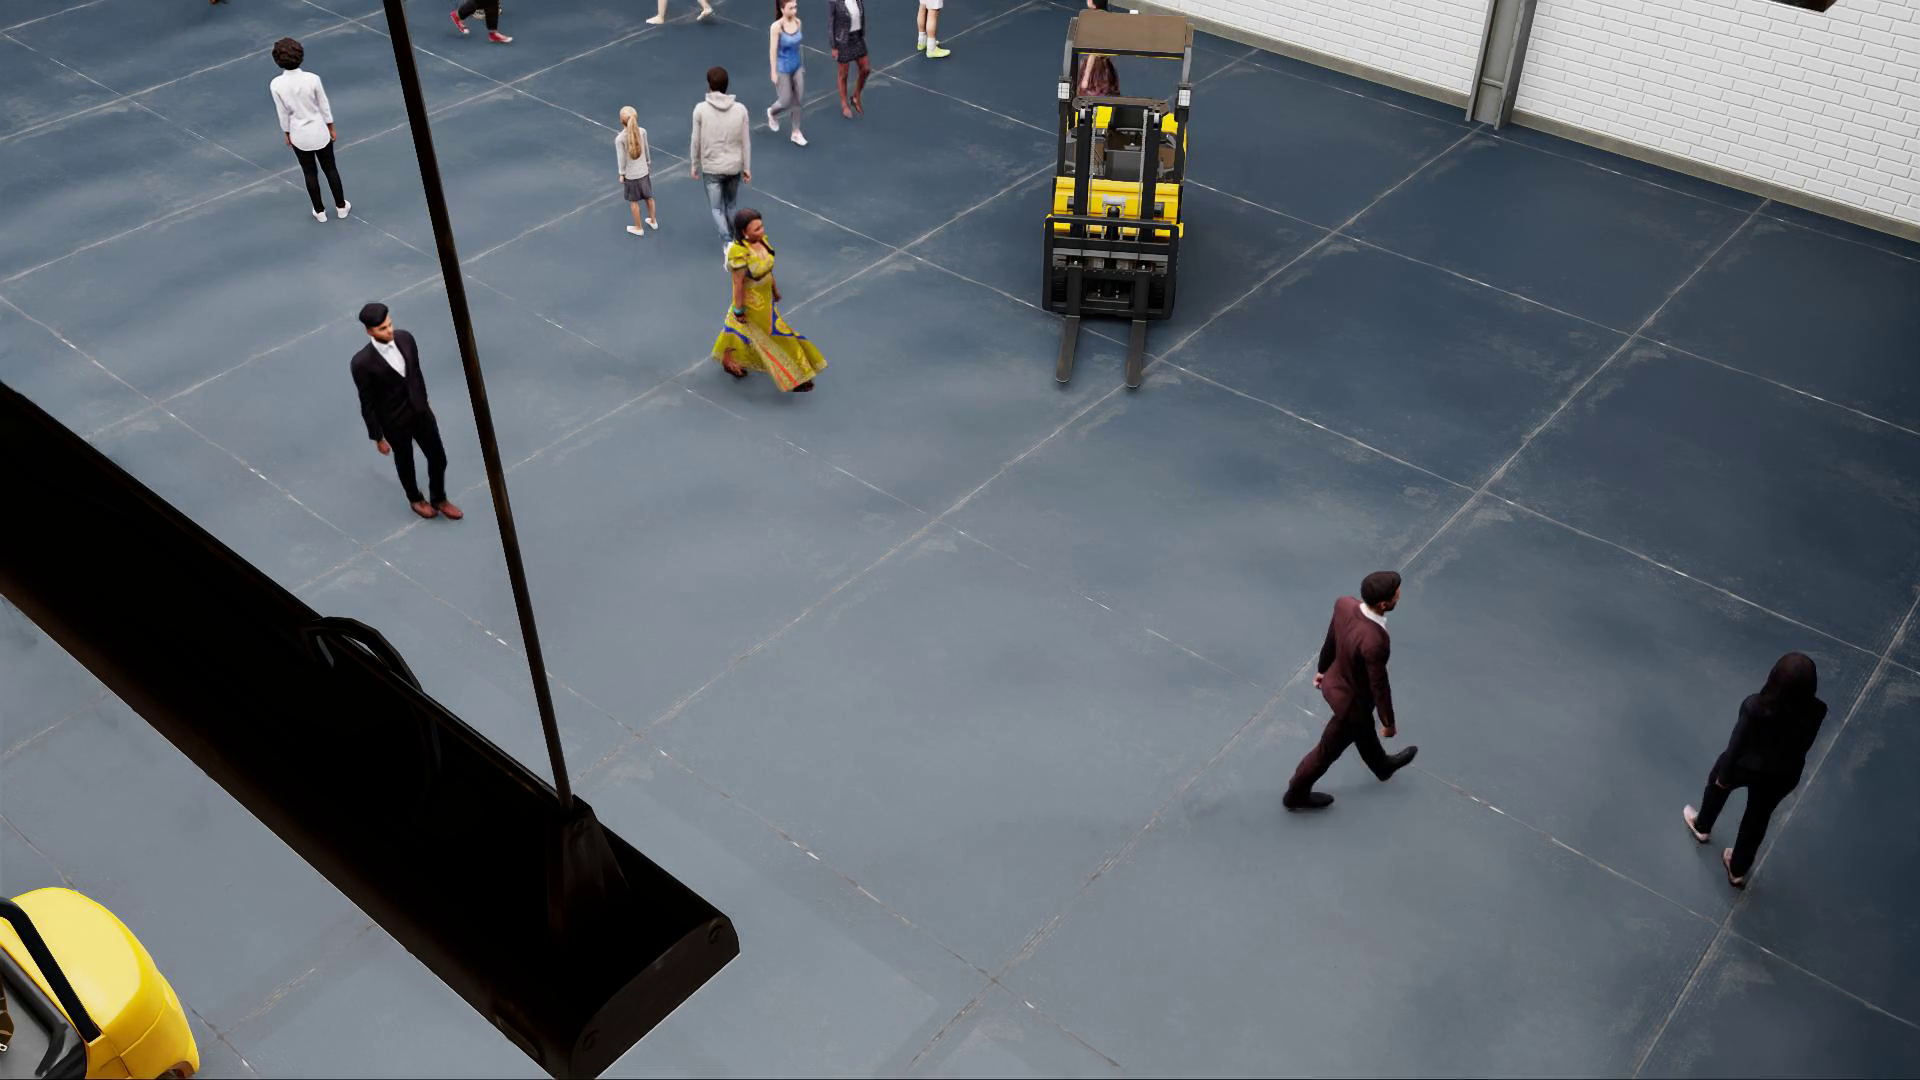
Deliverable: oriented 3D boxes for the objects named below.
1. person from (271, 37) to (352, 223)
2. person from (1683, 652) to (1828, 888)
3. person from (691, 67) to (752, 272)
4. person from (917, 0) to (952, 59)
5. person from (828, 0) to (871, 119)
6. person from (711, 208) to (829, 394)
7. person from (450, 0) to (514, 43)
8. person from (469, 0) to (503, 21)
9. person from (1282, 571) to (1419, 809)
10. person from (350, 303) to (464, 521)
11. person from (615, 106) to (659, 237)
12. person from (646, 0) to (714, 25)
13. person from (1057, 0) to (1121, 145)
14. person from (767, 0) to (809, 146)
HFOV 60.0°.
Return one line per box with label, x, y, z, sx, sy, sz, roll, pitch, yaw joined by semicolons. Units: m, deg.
person;-6.220;-3.912;15.893;0.723;1.810;0.735;-14;41;-17
person;4.583;1.355;9.470;0.917;1.593;0.968;0;39;1
person;-2.155;-3.344;15.169;1.072;1.825;1.223;-14;41;-17
person;-0.348;-6.494;19.102;0.779;1.839;0.652;-16;41;-19
person;-1.237;-5.338;17.776;0.704;1.687;0.666;-25;45;-28
person;-1.759;-1.955;13.607;1.416;1.604;1.073;10;40;13
person;-5.698;-6.658;19.400;1.092;1.723;0.931;8;39;10
person;-5.848;-7.215;20.029;0.583;1.808;0.652;20;43;23
person;2.224;0.937;9.811;1.214;1.822;1.204;-7;39;-9
person;-4.125;-0.952;12.139;0.695;1.869;0.736;27;46;29
person;-3.092;-3.528;15.840;0.523;1.275;0.543;-30;47;-32
person;-3.357;-6.930;19.830;1.091;1.611;0.972;1;39;2
person;1.473;-4.748;16.987;0.998;1.751;0.888;4;39;5
person;-1.829;-4.901;17.298;0.806;1.601;0.624;29;47;31
